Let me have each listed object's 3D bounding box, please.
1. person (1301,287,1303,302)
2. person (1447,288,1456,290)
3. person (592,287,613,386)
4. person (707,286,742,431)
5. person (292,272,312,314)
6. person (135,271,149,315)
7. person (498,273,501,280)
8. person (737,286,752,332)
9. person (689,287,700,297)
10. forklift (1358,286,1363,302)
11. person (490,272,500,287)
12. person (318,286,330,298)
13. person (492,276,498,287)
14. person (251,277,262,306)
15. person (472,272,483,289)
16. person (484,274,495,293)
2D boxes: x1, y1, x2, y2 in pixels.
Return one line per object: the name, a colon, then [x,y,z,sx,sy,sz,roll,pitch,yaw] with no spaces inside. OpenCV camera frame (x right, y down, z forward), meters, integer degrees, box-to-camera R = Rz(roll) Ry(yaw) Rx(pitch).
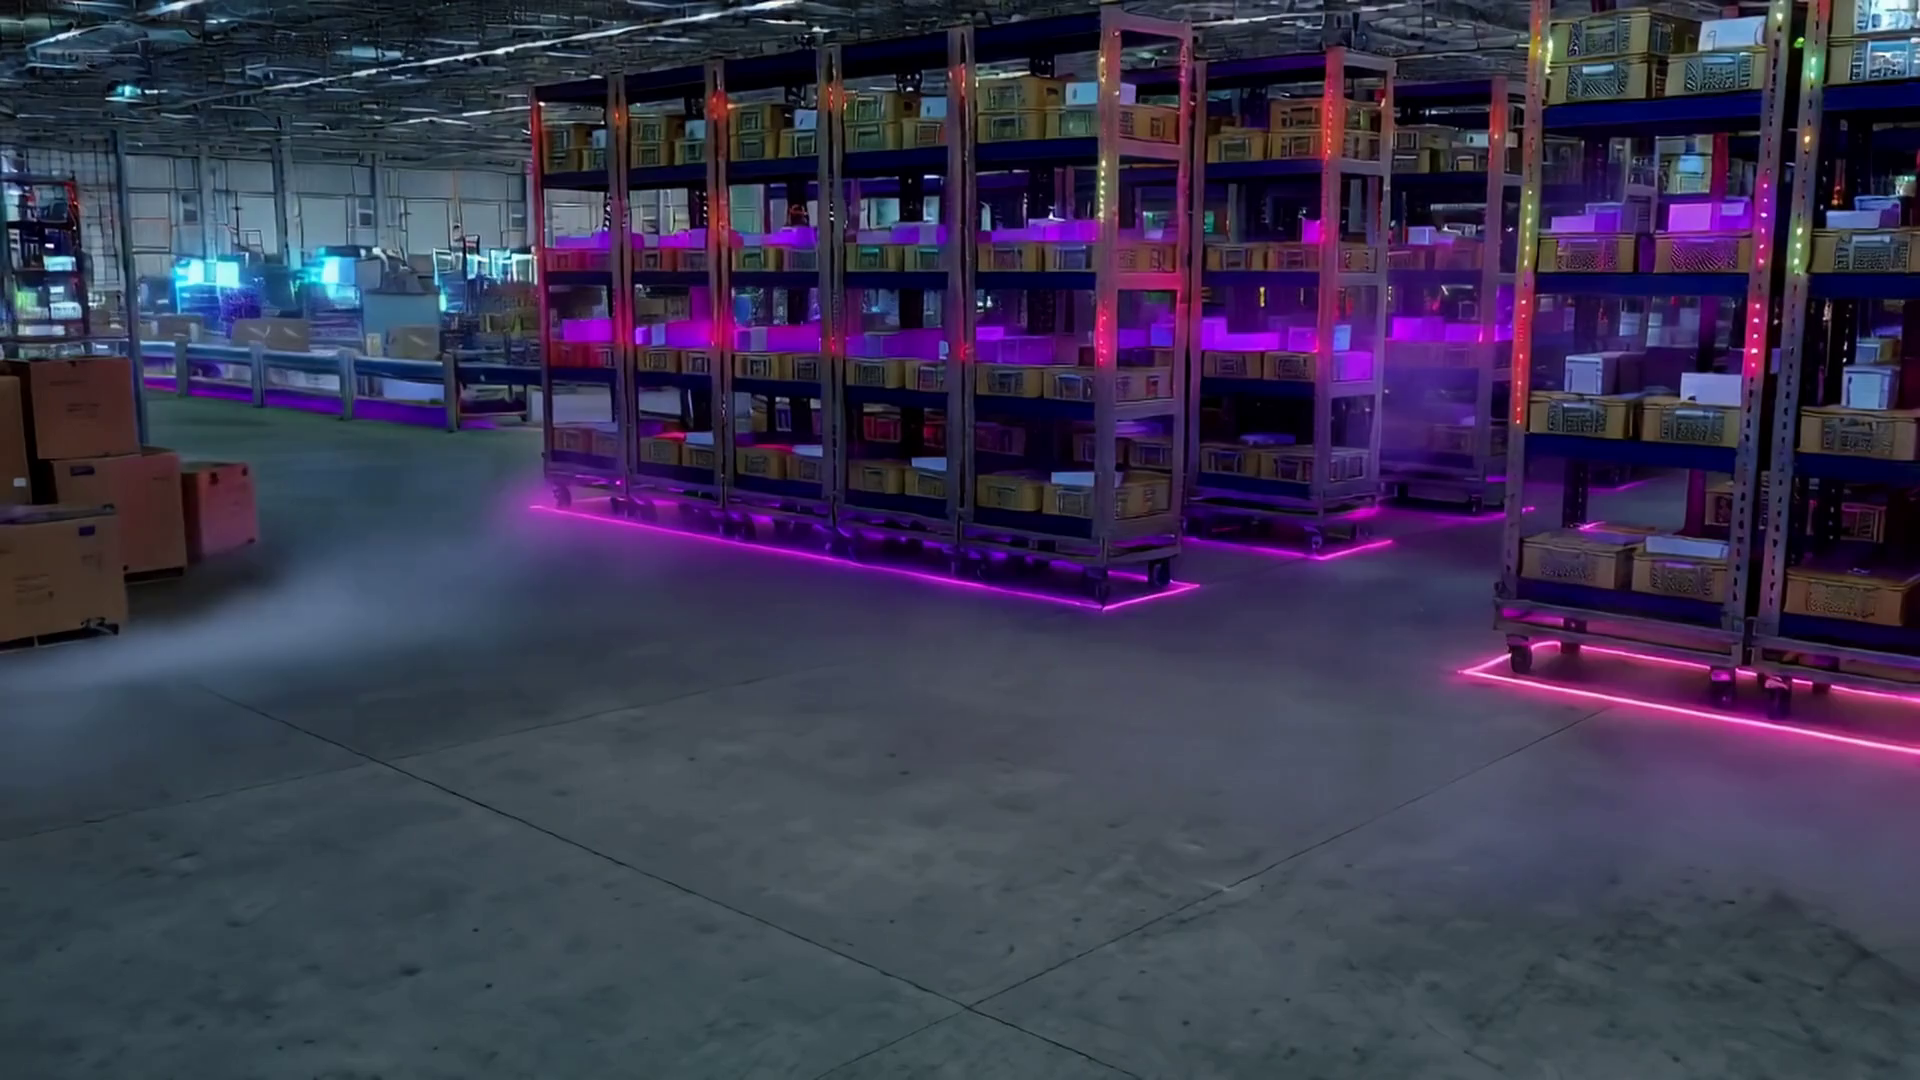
person: [12.092,-8.324,58.091,1.071,1.882,0.642,-3,10,-18]
person: [18.726,-9.096,63.341,0.354,1.684,0.552,-3,10,-18]
person: [-6.234,-3.589,29.398,0.524,1.758,0.338,-5,10,-27]
person: [-2.604,-1.902,18.584,0.401,1.906,0.650,-7,11,-35]
person: [-24.578,-9.070,62.123,0.678,2.000,0.537,-4,10,-25]
person: [-22.645,-6.435,46.098,1.002,2.013,0.624,-9,13,-44]
person: [-25.730,-13.973,92.719,0.547,1.864,1.059,2,10,15]
person: [-6.271,-6.674,48.488,0.548,1.686,0.449,-9,13,-42]
person: [-8.078,-7.191,51.295,0.688,1.809,0.591,9,13,43]
forklift: [11.100,-7.017,46.970,1.873,2.768,1.129,9,13,43]
person: [-23.148,-12.362,82.682,0.591,1.919,0.392,0,9,1]
person: [-22.256,-8.351,58.016,0.997,1.955,0.626,-3,10,-20]
person: [-21.970,-11.615,78.636,0.321,1.742,0.492,-8,12,-40]
person: [-27.437,-9.391,64.931,0.525,1.769,0.312,3,10,20]
person: [-22.326,-11.425,76.894,0.627,1.934,0.370,2,10,13]
person: [-21.307,-11.146,75.469,0.597,1.859,0.365,-5,11,-28]
